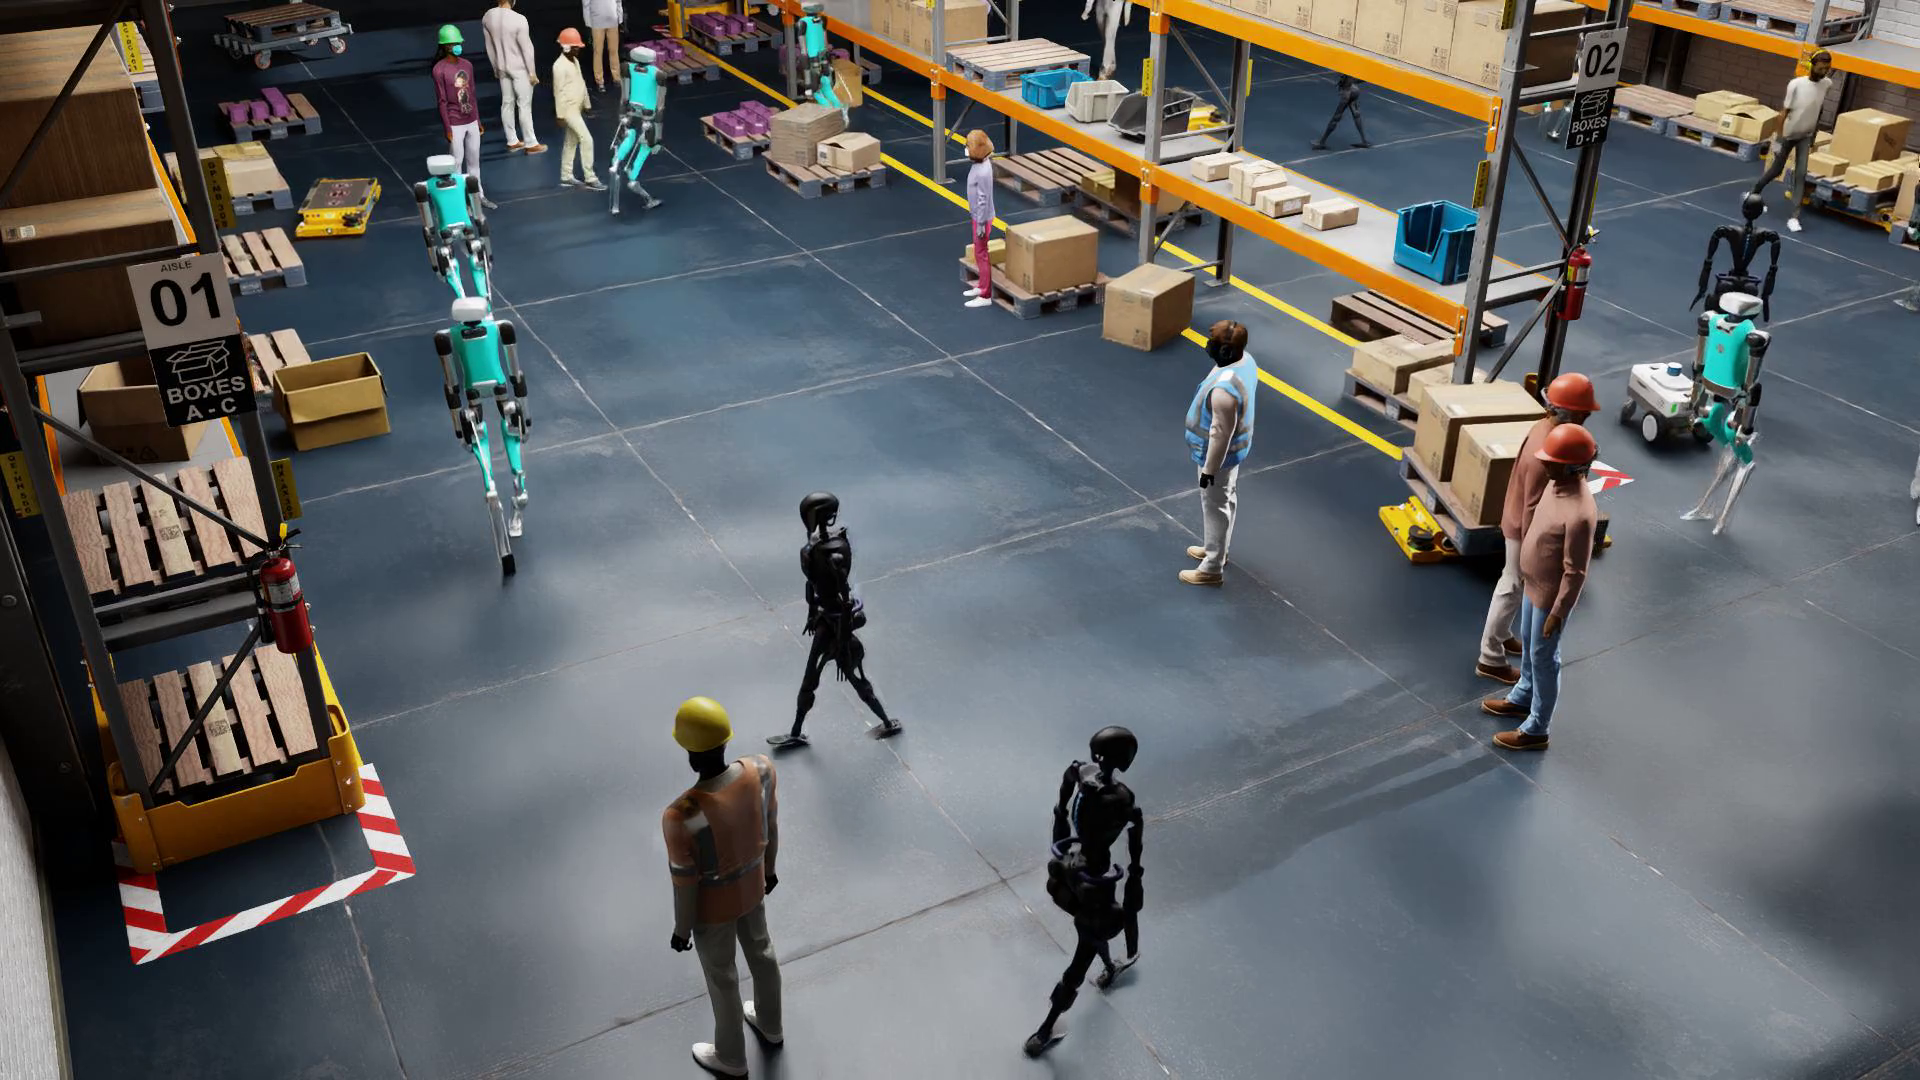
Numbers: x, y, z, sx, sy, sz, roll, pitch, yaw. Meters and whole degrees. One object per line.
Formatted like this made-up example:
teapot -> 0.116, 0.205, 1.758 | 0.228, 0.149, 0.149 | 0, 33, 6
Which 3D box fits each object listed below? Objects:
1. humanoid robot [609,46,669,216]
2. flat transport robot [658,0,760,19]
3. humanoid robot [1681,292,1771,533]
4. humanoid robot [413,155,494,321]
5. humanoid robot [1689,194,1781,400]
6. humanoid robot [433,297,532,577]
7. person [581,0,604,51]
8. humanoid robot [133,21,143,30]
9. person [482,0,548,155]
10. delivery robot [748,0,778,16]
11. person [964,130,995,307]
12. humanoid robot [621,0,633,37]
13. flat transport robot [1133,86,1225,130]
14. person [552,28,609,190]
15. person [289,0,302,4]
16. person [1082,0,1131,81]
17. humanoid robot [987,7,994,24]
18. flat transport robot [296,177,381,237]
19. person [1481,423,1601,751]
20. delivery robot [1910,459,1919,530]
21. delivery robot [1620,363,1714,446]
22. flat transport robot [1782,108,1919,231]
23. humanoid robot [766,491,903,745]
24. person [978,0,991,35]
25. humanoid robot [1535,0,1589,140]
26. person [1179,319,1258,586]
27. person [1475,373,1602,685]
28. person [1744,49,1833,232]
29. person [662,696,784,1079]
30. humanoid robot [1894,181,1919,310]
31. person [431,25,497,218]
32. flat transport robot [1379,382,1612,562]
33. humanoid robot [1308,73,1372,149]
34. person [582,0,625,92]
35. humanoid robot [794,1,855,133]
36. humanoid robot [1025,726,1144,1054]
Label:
humanoid robot -> -3.452, -4.117, 17.128 | 0.571, 1.753, 0.974 | 19, 35, 29
flat transport robot -> -3.885, -8.234, 25.744 | 1.431, 0.231, 0.659 | -16, 33, -25
humanoid robot -> 5.367, -0.884, 11.493 | 0.726, 1.798, 0.536 | -14, 33, -23
humanoid robot -> -4.102, -2.224, 13.826 | 0.560, 1.785, 0.946 | -12, 32, -21
humanoid robot -> 6.286, -2.008, 13.513 | 0.607, 1.625, 0.700 | 9, 31, 15
humanoid robot -> -3.097, -0.647, 11.079 | 0.556, 1.764, 0.967 | -10, 31, -16
person -> -5.200, -7.830, 23.504 | 0.518, 1.800, 0.912 | -20, 36, -31
humanoid robot -> -11.288, -6.987, 22.181 | 0.641, 1.635, 0.614 | 23, 37, 34
person -> -5.141, -5.423, 19.175 | 0.634, 1.937, 0.360 | 14, 33, 23
delivery robot -> -3.214, -8.415, 25.762 | 0.765, 0.585, 0.499 | -5, 30, -9
person -> 0.177, -2.928, 15.146 | 0.283, 1.628, 0.501 | -2, 30, -4
humanoid robot -> -5.072, -8.165, 24.216 | 0.610, 1.652, 0.326 | -11, 32, -18
flat transport robot -> 2.714, -5.397, 20.805 | 0.659, 0.231, 1.431 | -9, 31, -16
person -> -4.126, -4.681, 18.088 | 0.712, 1.722, 0.568 | 2, 30, 3
person -> -9.860, -8.435, 24.532 | 0.429, 1.831, 0.633 | -12, 32, -20
person -> 1.951, -7.045, 22.089 | 0.591, 1.859, 0.844 | 18, 34, 28
humanoid robot -> 0.304, -7.805, 23.592 | 0.454, 1.632, 0.611 | 7, 31, 12
flat transport robot -> -6.547, -3.524, 17.544 | 0.659, 0.231, 1.431 | -5, 30, -8
person -> 3.244, 0.261, 9.228 | 0.395, 1.990, 0.621 | 3, 30, 4
delivery robot -> 7.050, -0.358, 11.765 | 0.499, 0.614, 0.798 | 6, 30, 10
delivery robot -> 5.538, -1.074, 13.007 | 0.521, 0.609, 0.781 | -4, 30, -7
flat transport robot -> 9.583, -3.567, 17.620 | 0.659, 0.231, 1.431 | -16, 33, -25
humanoid robot -> -0.695, 0.477, 9.224 | 0.792, 1.634, 0.607 | -13, 32, -22
person -> 0.208, -6.724, 21.472 | 0.413, 1.906, 0.650 | -10, 31, -17
humanoid robot -> 7.091, -5.489, 19.591 | 0.541, 1.881, 0.742 | 0, 30, 0
person -> 1.672, -0.572, 10.826 | 0.429, 1.846, 0.623 | 9, 31, 16
person -> 3.412, -0.072, 9.821 | 0.420, 1.986, 0.616 | 11, 32, 19
person -> 8.600, -4.166, 17.117 | 0.552, 1.825, 0.888 | -3, 30, -5
person -> -1.023, 1.496, 7.144 | 0.382, 1.922, 0.592 | 23, 37, 34
humanoid robot -> 8.828, -2.721, 14.695 | 0.533, 1.768, 0.976 | -4, 30, -6
person -> -5.219, -4.376, 17.337 | 0.422, 1.955, 0.491 | 19, 35, 29
flat transport robot -> 3.735, -0.125, 11.626 | 1.431, 0.231, 0.659 | -4, 30, -6
humanoid robot -> 4.502, -5.340, 19.333 | 0.774, 1.619, 0.595 | 1, 30, 1
person -> -4.634, -6.759, 21.684 | 0.558, 1.751, 0.324 | -20, 35, -31
humanoid robot -> -1.423, -5.179, 19.014 | 0.911, 1.824, 0.577 | 17, 34, 28
humanoid robot -> 0.604, 1.521, 7.398 | 0.788, 1.613, 0.614 | -20, 35, -30
